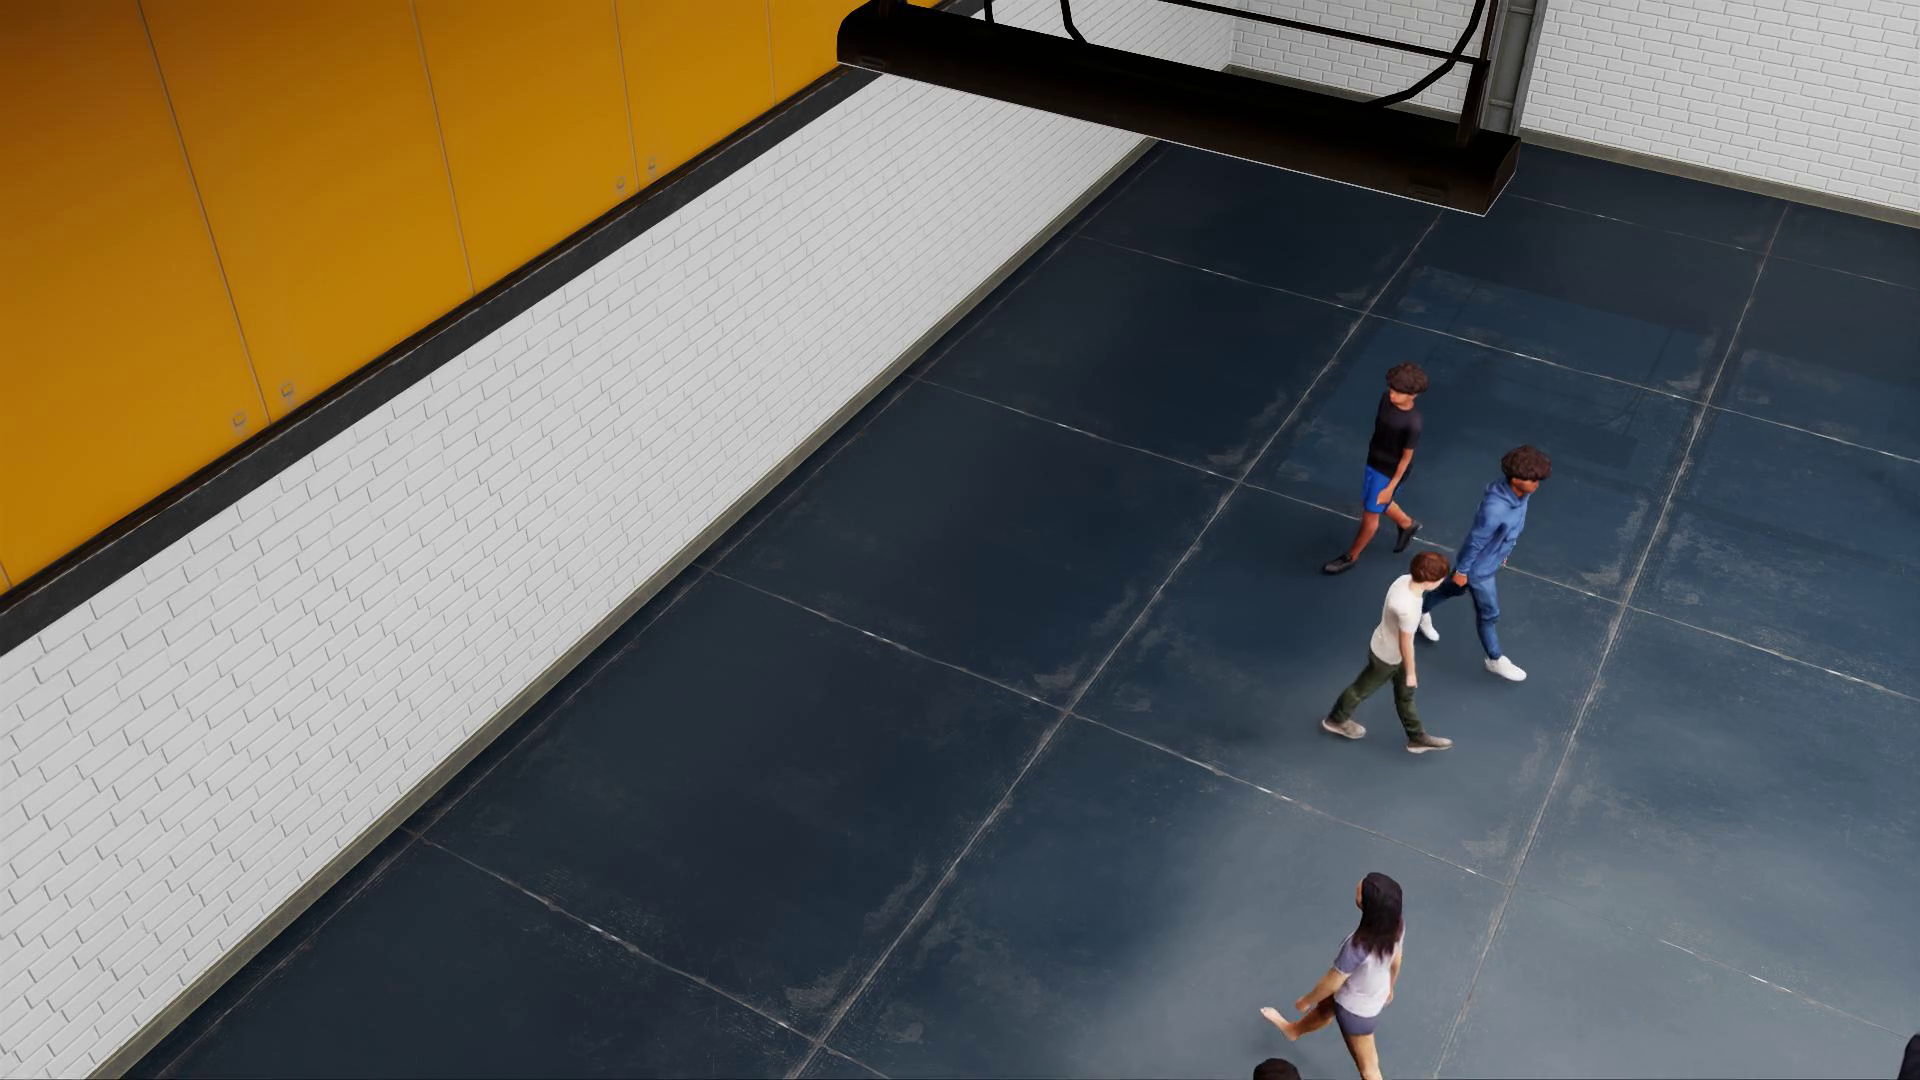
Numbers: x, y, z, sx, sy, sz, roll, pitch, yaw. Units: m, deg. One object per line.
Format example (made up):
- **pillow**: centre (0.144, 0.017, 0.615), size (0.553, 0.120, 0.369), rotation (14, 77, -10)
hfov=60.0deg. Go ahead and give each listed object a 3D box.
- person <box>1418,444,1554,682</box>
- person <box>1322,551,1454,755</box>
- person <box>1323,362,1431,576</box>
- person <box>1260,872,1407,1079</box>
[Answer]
- **person**: centre (3.420, 0.088, 11.139), size (1.202, 1.745, 0.814), rotation (29, 47, 31)
- **person**: centre (2.620, 0.704, 10.477), size (1.096, 1.609, 0.700), rotation (11, 40, 14)
- **person**: centre (3.041, -0.532, 11.900), size (1.139, 1.765, 1.133), rotation (-14, 41, -17)
- **person**: centre (2.066, 2.367, 8.337), size (1.168, 1.680, 0.771), rotation (30, 47, 32)
